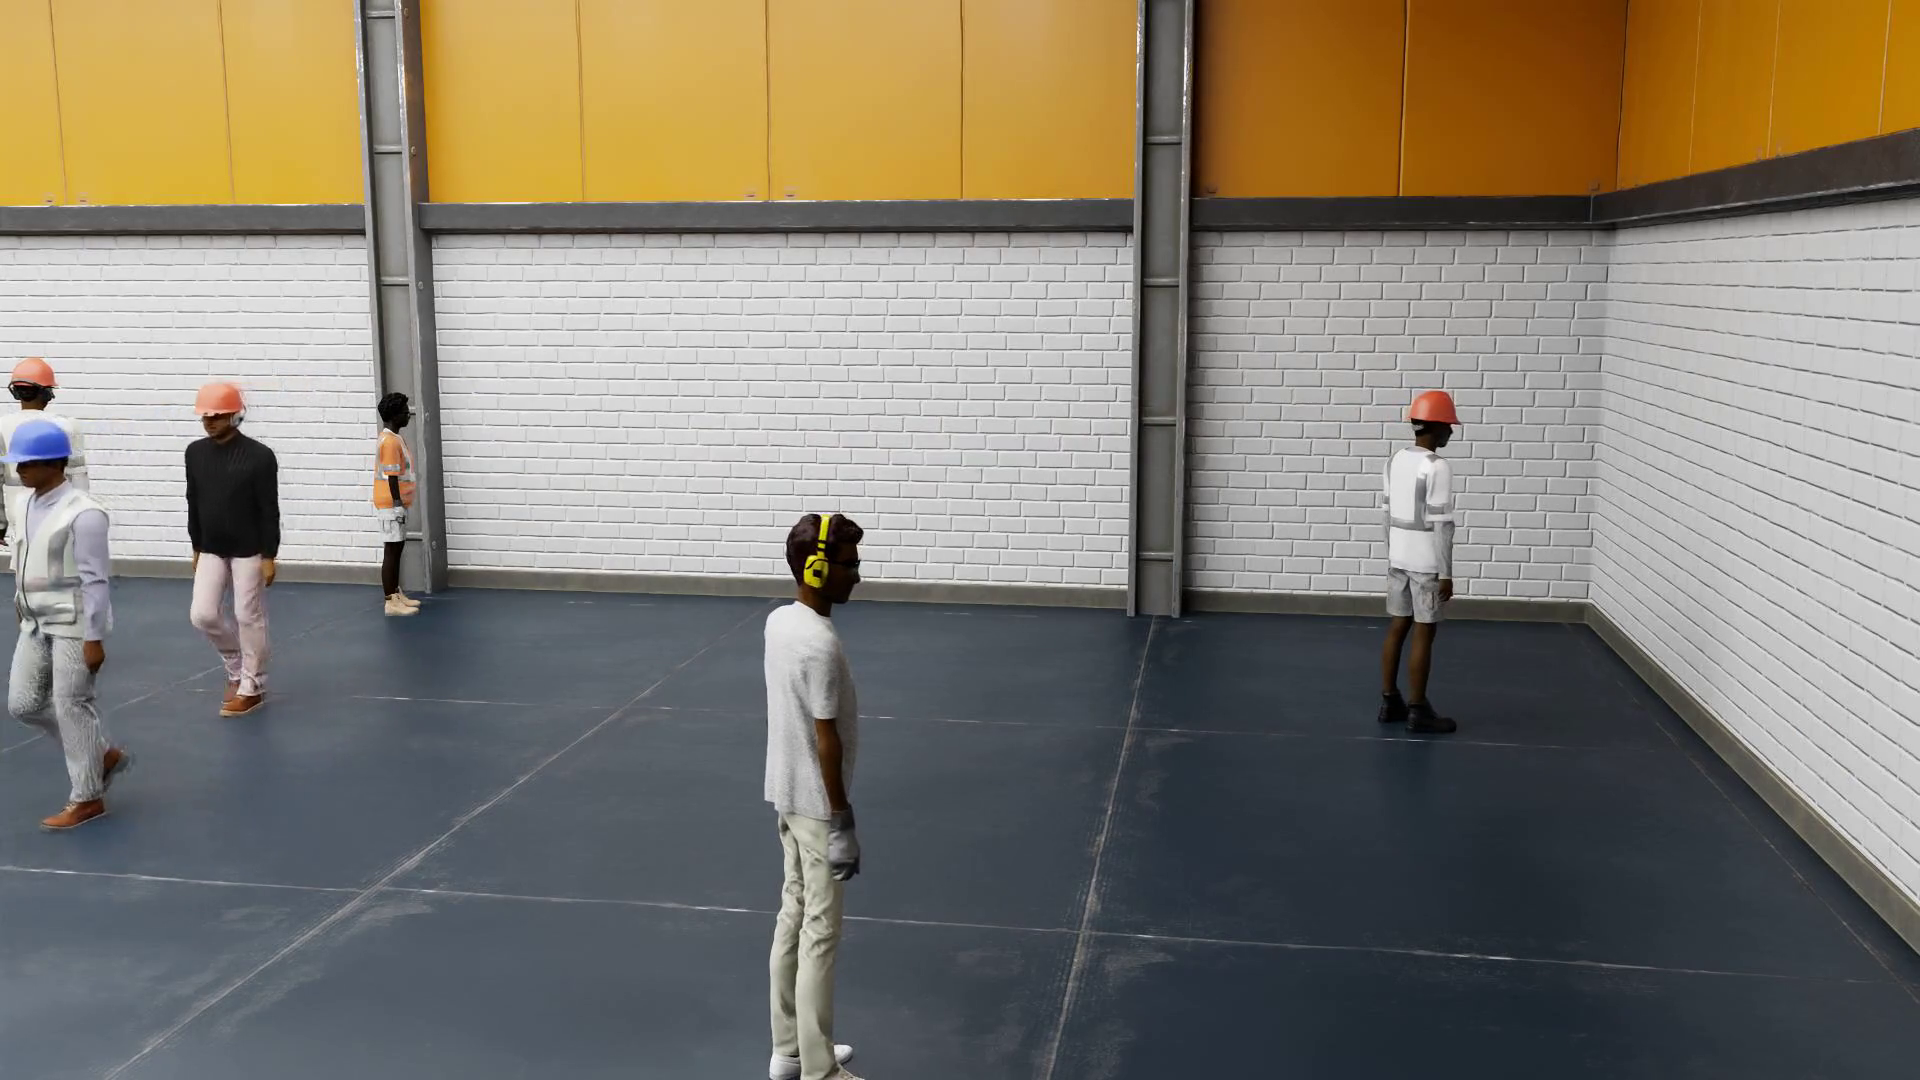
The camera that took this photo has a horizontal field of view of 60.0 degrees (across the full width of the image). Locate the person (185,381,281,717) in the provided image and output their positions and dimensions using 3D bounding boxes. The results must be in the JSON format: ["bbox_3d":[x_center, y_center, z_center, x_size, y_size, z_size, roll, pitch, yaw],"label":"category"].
[{"bbox_3d":[-4.243,0.058,9.686,0.636,1.974,0.434,2,9,13],"label":"person"}]

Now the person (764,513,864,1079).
[{"bbox_3d":[-0.441,0.840,5.215,0.328,1.865,0.517,-4,10,-24],"label":"person"}]

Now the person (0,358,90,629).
[{"bbox_3d":[-5.973,-0.161,10.833,0.610,2.043,0.397,-2,9,-9],"label":"person"}]

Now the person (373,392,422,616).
[{"bbox_3d":[-4.278,-0.272,12.606,0.320,1.694,0.532,-2,10,-14],"label":"person"}]

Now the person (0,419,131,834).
[{"bbox_3d":[-4.179,0.393,7.746,0.631,1.930,0.447,5,11,30],"label":"person"}]

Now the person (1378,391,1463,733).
[{"bbox_3d":[2.627,0.121,9.430,0.377,1.932,0.552,-4,10,-21],"label":"person"}]
